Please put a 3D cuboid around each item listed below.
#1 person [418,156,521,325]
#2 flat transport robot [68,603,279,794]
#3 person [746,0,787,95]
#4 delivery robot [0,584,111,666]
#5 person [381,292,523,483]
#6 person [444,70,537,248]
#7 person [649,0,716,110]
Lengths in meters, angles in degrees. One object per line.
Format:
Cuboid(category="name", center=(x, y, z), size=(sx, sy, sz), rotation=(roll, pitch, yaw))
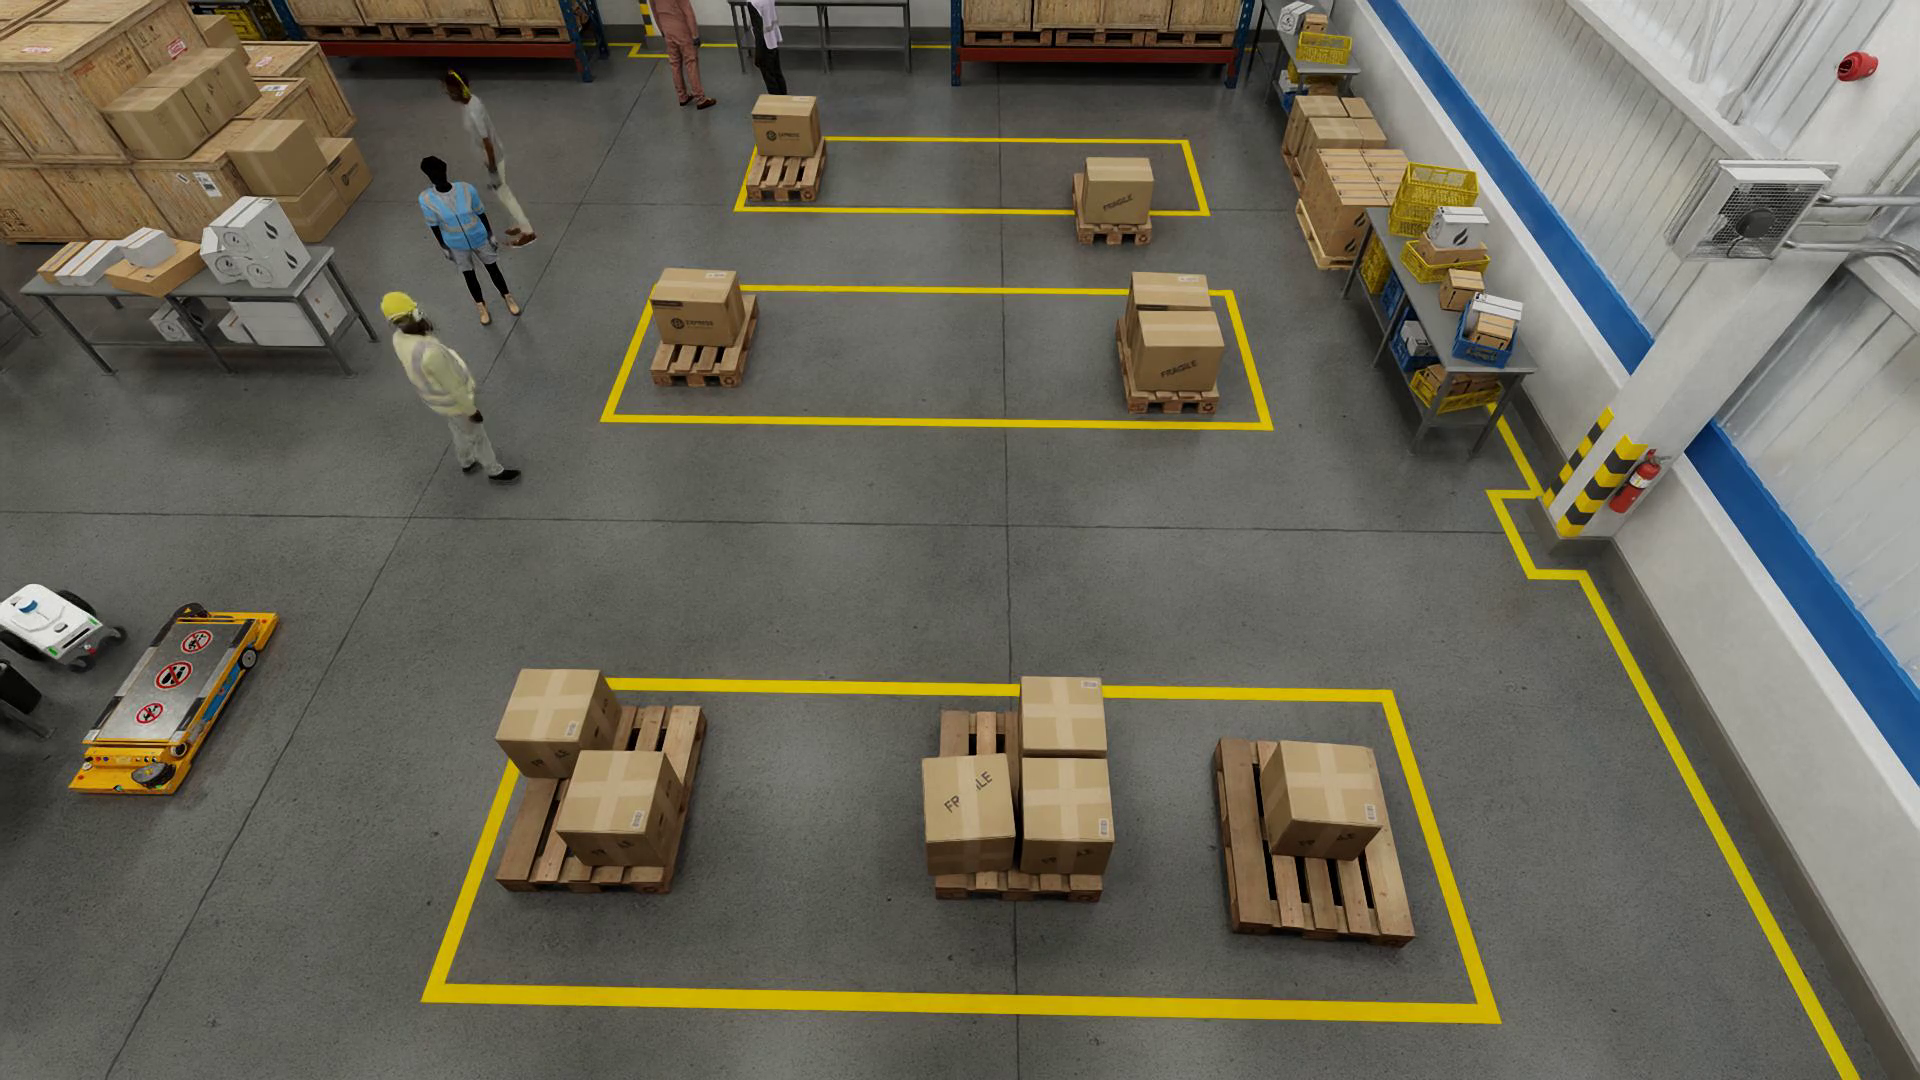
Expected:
Cuboid(category="person", center=(-4.762, -2.889, 8.865), size=(0.538, 1.696, 0.317), rotation=(-25, 54, -20))
Cuboid(category="flat transport robot", center=(-5.504, 1.072, 6.442), size=(0.652, 0.197, 1.431), rotation=(1, 50, 1))
Cuboid(category="person", center=(-2.439, -6.258, 11.573), size=(0.376, 1.917, 0.600), rotation=(10, 51, 9))
Cuboid(category="delivery robot", center=(-6.559, 0.594, 6.602), size=(0.707, 0.478, 0.477), rotation=(21, 53, 17))
Cuboid(category="person", center=(-4.072, -1.141, 7.332), size=(0.653, 1.789, 0.411), rotation=(37, 59, 27))
Cuboid(category="person", center=(-4.971, -4.020, 9.726), size=(0.347, 1.850, 0.564), rotation=(-21, 53, -17))
Cuboid(category="person", center=(-3.637, -6.607, 11.876), size=(0.643, 1.908, 0.410), rotation=(20, 53, 16))
